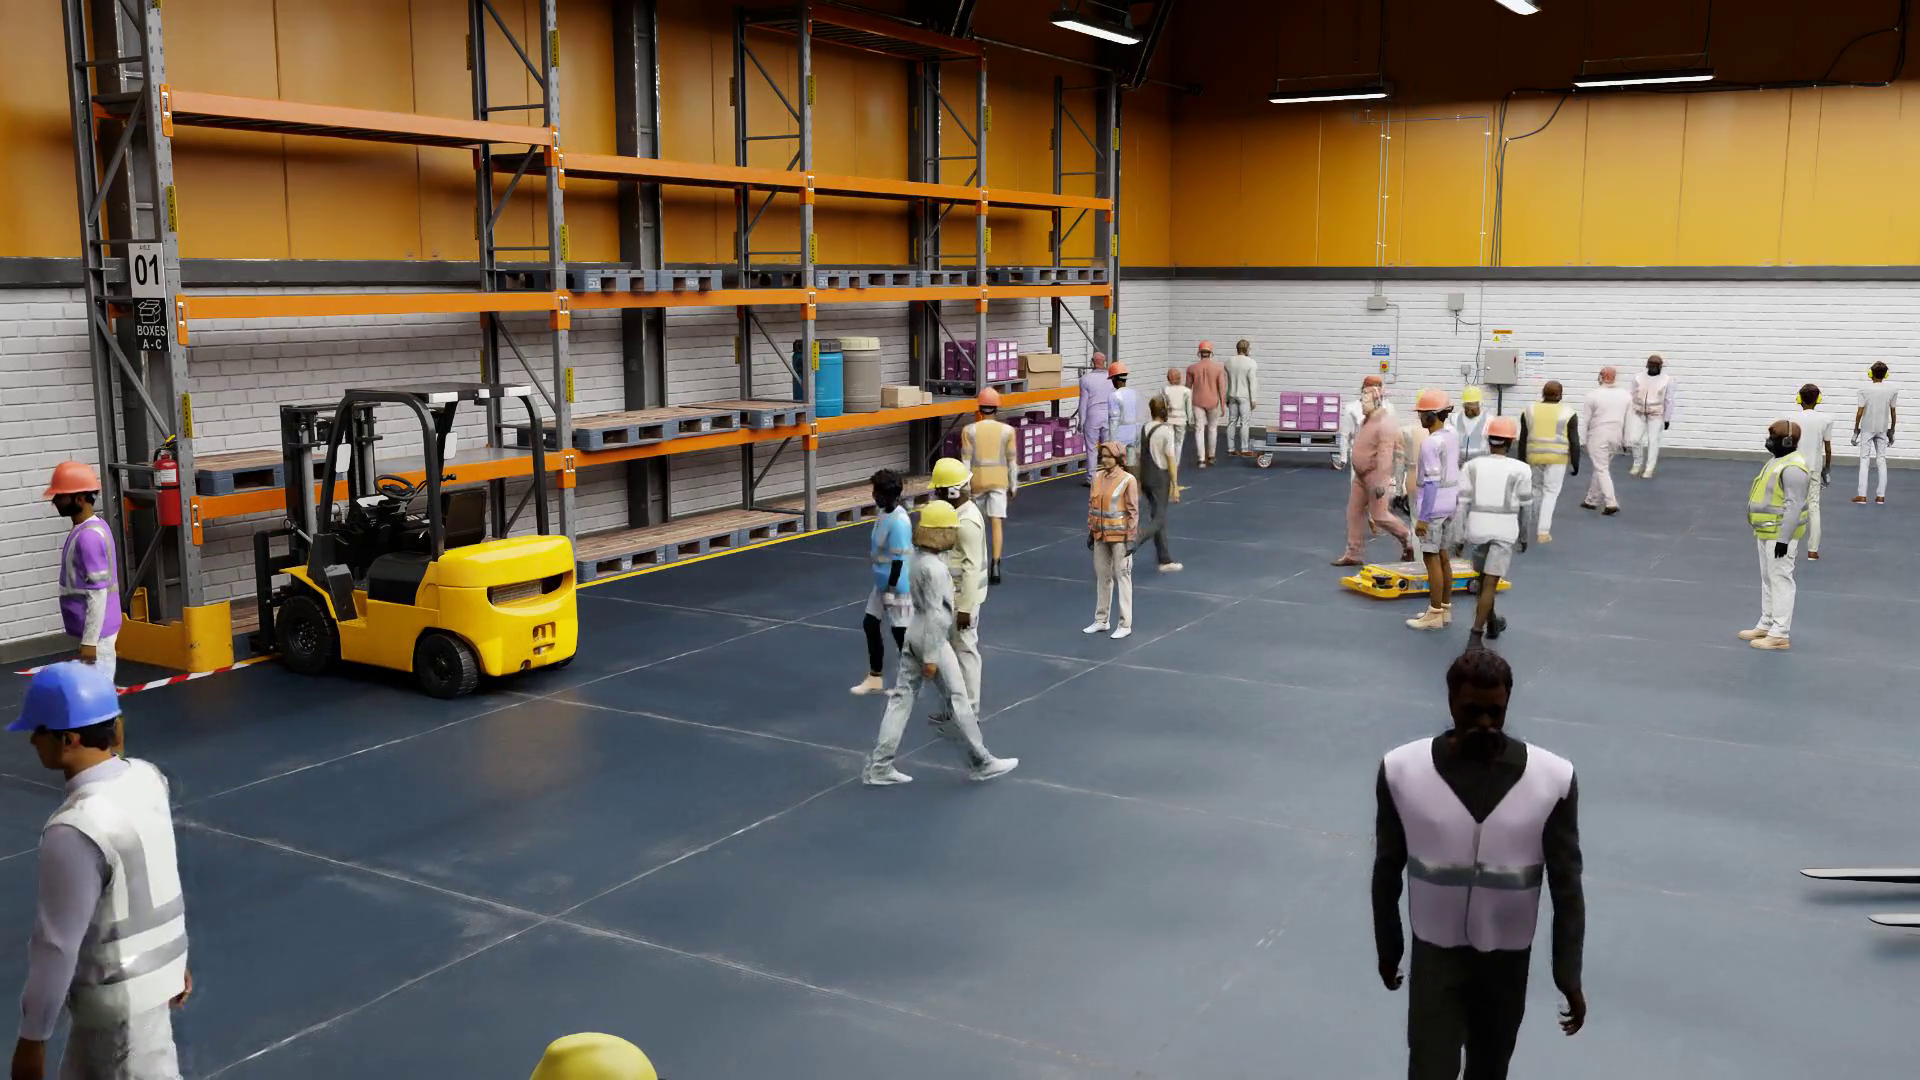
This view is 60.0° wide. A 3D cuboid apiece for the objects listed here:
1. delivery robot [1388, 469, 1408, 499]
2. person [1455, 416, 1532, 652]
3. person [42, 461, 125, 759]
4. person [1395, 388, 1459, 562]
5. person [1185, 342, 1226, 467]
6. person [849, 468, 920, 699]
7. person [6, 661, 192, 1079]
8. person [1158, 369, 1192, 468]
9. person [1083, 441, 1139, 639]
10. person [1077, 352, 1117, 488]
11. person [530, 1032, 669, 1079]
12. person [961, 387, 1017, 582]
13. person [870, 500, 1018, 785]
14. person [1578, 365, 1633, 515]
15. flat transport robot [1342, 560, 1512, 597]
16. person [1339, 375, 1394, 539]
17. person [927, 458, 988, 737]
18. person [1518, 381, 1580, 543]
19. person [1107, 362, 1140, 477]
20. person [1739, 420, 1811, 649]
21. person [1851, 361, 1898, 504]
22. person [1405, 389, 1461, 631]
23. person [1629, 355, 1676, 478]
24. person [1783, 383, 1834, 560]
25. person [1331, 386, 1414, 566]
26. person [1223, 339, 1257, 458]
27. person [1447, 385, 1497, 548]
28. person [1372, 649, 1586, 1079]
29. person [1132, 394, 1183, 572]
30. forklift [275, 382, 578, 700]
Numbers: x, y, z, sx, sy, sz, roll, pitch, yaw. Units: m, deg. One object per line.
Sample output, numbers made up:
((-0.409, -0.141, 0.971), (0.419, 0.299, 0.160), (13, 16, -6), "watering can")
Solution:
((5.637, -0.661, 20.936), (0.477, 0.478, 0.707), (-6, 11, -35), "delivery robot")
((4.285, -0.055, 13.329), (0.544, 1.872, 1.044), (7, 11, 36), "person")
((-5.064, 0.501, 9.663), (0.352, 1.940, 0.545), (-5, 10, -29), "person")
((4.511, -0.510, 16.078), (0.615, 1.903, 0.549), (2, 9, 13), "person")
((3.842, -2.137, 26.118), (0.635, 1.931, 1.057), (1, 9, 8), "person")
((-0.547, 0.321, 11.628), (0.613, 1.659, 0.587), (-3, 9, -16), "person")
((-2.576, 1.294, 4.810), (0.956, 1.901, 0.644), (-2, 9, -10), "person")
((3.145, -1.724, 24.628), (0.539, 1.593, 0.871), (-1, 9, -5), "person")
((1.258, -0.006, 13.772), (0.306, 1.637, 0.522), (-8, 12, -41), "person")
((1.942, -1.686, 23.425), (0.652, 1.904, 0.403), (-3, 10, -20), "person")
((-0.598, 1.680, 2.849), (0.310, 1.769, 0.523), (-5, 10, -28), "person")
((0.287, -0.551, 16.380), (0.555, 1.902, 0.982), (0, 9, -1), "person")
((-0.132, 0.606, 9.758), (0.891, 1.695, 0.503), (-3, 10, -20), "person")
((8.099, -1.261, 20.923), (0.654, 1.866, 0.971), (-2, 9, -13), "person")
((4.423, 0.355, 15.763), (1.431, 0.197, 0.652), (-3, 10, -17), "flat transport robot")
((4.586, -0.932, 18.820), (0.618, 1.872, 0.412), (2, 9, 11), "person")
((-0.025, 0.371, 10.847), (0.404, 1.822, 0.591), (-1, 9, -9), "person")
((6.690, -0.895, 18.816), (0.642, 1.797, 0.872), (7, 11, 36), "person")
((1.965, -1.224, 20.479), (0.391, 1.925, 0.547), (8, 12, 41), "person")
((6.567, -0.048, 13.394), (0.429, 1.845, 0.626), (2, 9, 12), "person")
((11.962, -1.402, 21.777), (0.533, 1.864, 0.310), (1, 9, 9), "person")
((3.981, -0.254, 14.052), (0.393, 2.041, 0.613), (6, 11, 34), "person")
((10.128, -1.803, 24.407), (0.645, 1.820, 0.454), (7, 12, 38), "person")
((8.875, -0.715, 17.493), (0.515, 1.865, 0.329), (3, 10, 17), "person")
((4.292, -0.647, 17.048), (0.840, 1.874, 0.649), (-2, 9, -14), "person")
((4.587, -2.313, 27.239), (0.628, 1.936, 0.375), (9, 13, 44), "person")
((5.677, -0.825, 18.416), (0.597, 1.797, 0.807), (5, 10, 27), "person")
((1.556, 1.273, 5.016), (0.607, 1.889, 0.826), (2, 9, 10), "person")
((1.892, -0.541, 16.572), (0.823, 1.817, 0.542), (-5, 11, -30), "person")
((-3.974, -0.067, 12.417), (2.313, 2.155, 1.214), (5, 11, 30), "forklift")
